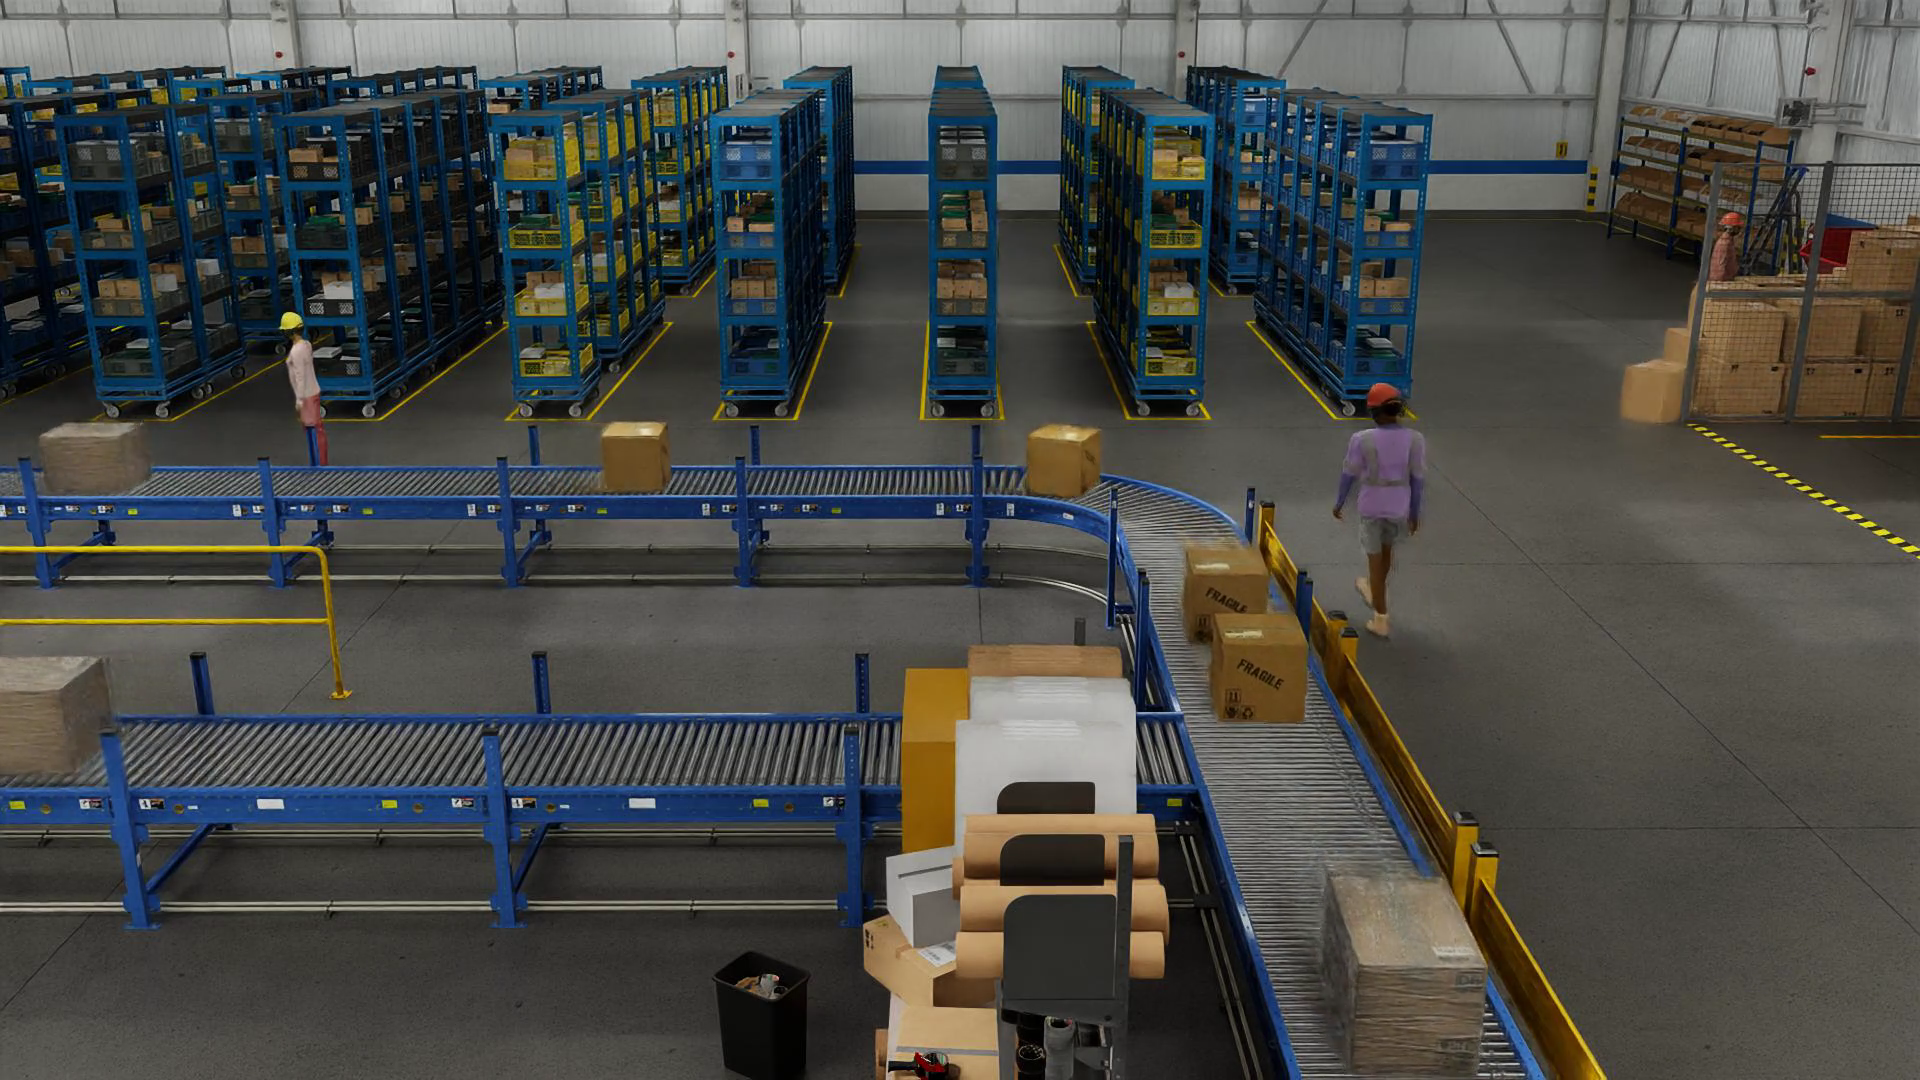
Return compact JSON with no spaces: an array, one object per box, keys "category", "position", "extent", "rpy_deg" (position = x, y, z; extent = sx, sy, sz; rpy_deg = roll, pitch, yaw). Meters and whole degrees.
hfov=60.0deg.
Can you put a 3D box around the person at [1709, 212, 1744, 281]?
[{"category":"person","position":[10.841,-3.648,23.647],"extent":[0.375,1.997,0.612],"rpy_deg":[8,20,24]}]

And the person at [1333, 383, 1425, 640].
[{"category":"person","position":[3.324,-0.273,13.279],"extent":[0.609,1.975,1.004],"rpy_deg":[-4,18,-11]}]

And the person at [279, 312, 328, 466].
[{"category":"person","position":[-6.885,-1.512,17.447],"extent":[0.329,1.763,0.523],"rpy_deg":[-2,18,-7]}]
